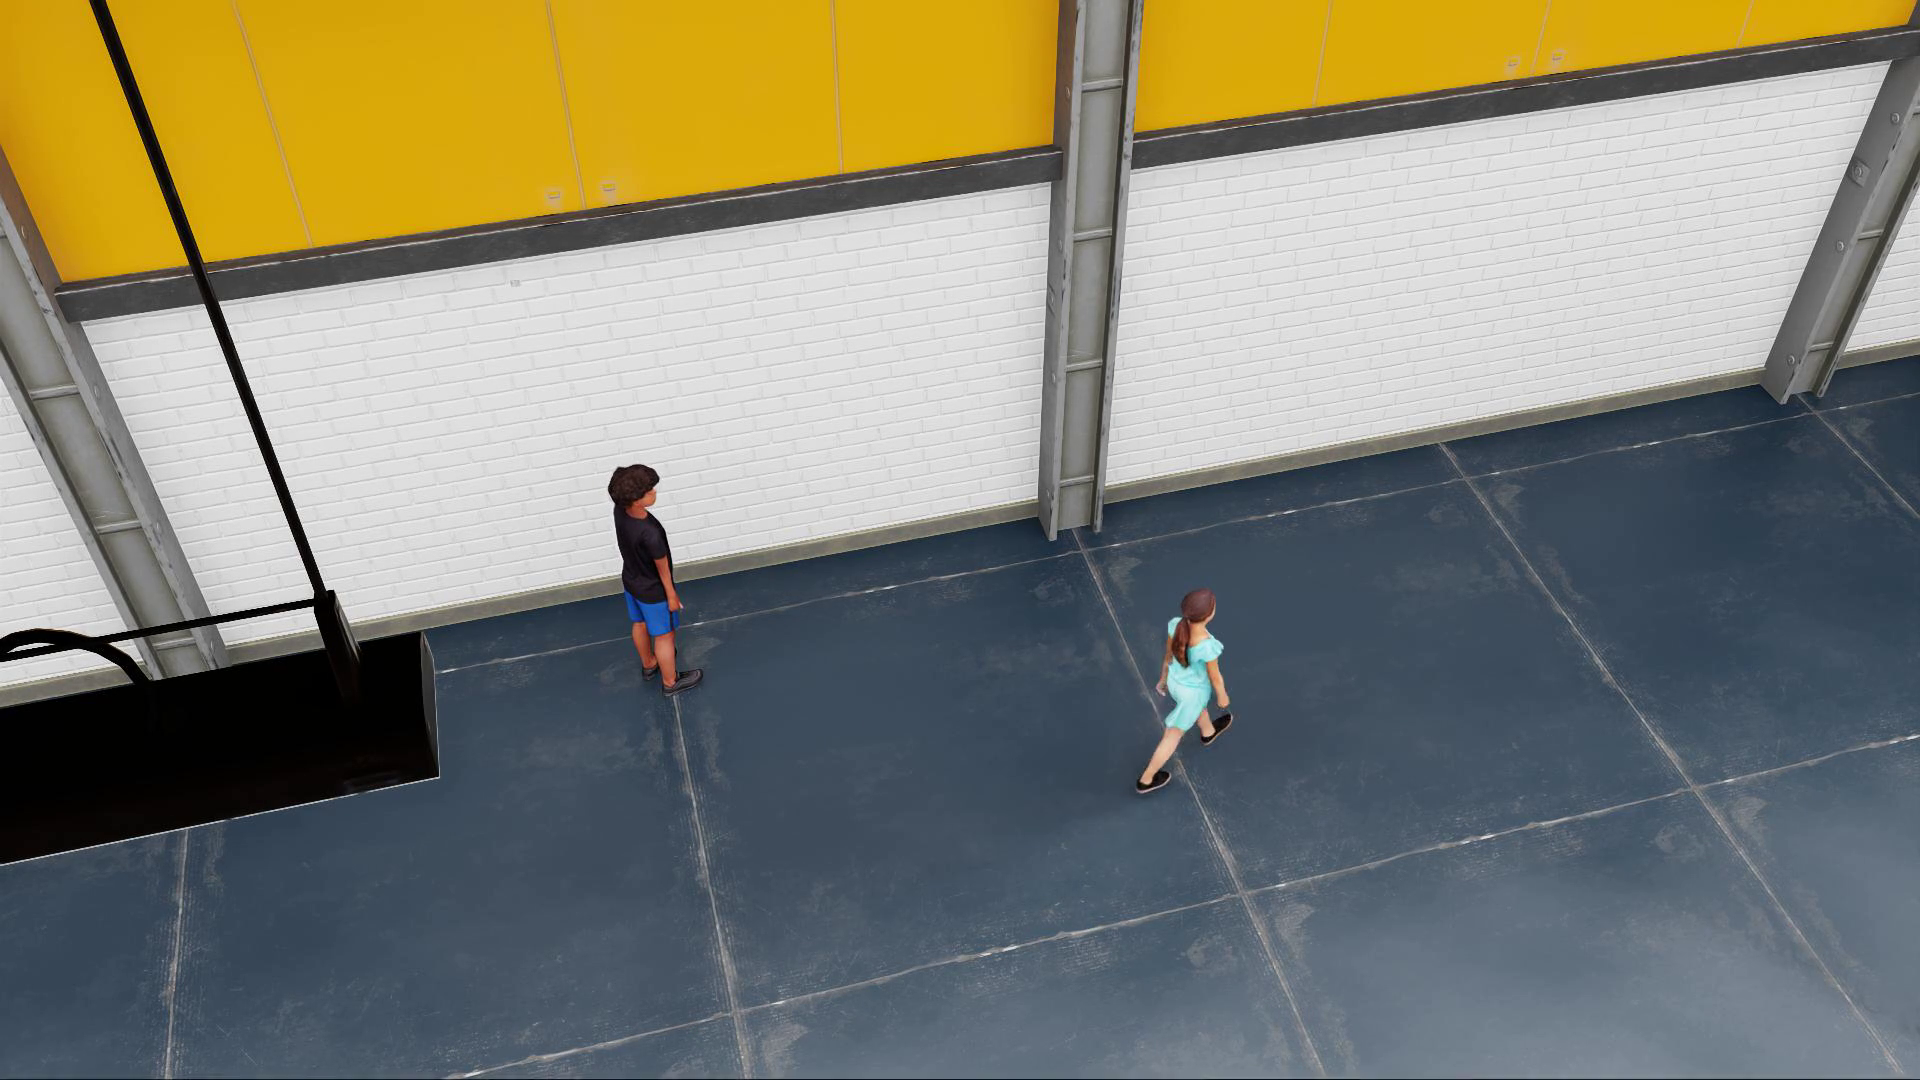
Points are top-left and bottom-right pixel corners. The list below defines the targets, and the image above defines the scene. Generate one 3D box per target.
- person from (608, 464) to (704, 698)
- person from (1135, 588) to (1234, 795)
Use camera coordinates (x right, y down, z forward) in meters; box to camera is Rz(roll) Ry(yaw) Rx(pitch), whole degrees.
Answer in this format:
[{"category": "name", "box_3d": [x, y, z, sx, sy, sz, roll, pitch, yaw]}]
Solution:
[{"category": "person", "box_3d": [-1.944, 0.253, 10.353, 0.701, 1.793, 0.695, -34, 53, -30]}, {"category": "person", "box_3d": [1.304, 0.924, 9.849, 1.118, 1.518, 0.771, -24, 49, -23]}]
